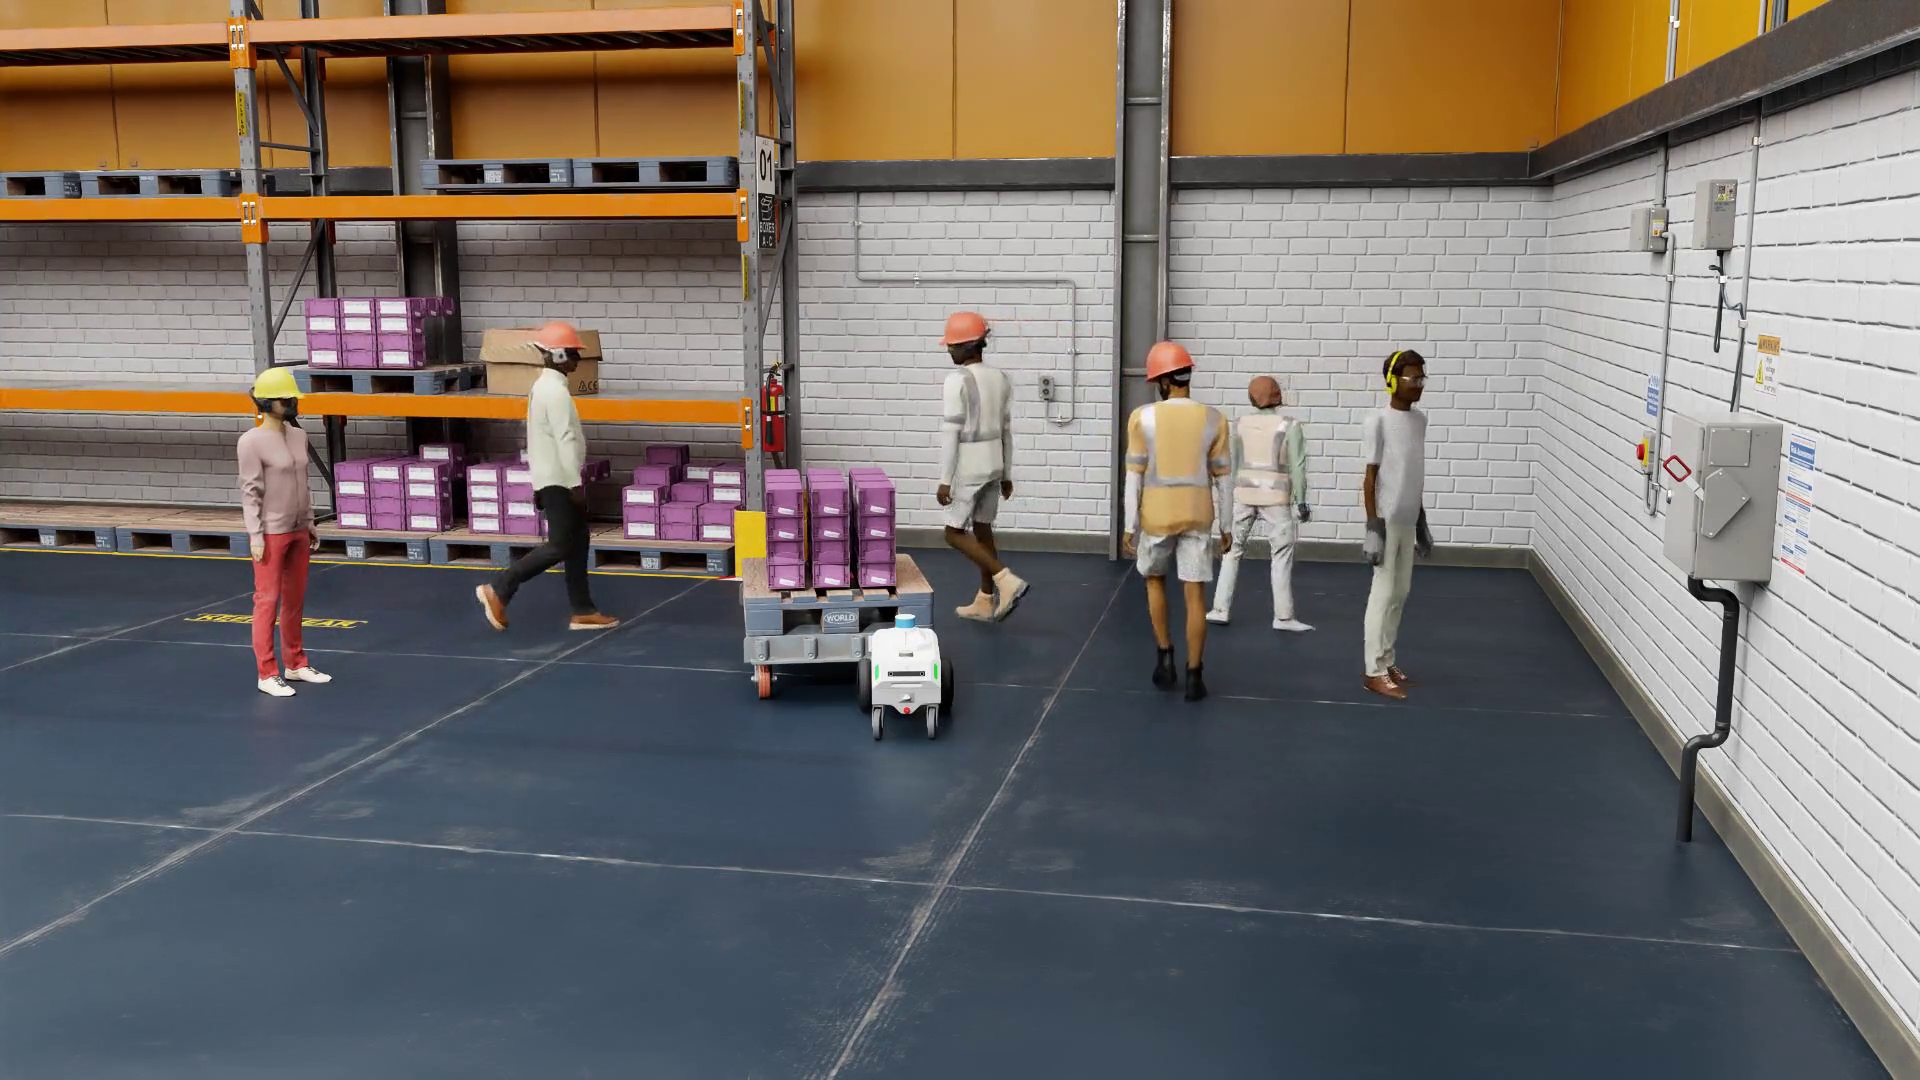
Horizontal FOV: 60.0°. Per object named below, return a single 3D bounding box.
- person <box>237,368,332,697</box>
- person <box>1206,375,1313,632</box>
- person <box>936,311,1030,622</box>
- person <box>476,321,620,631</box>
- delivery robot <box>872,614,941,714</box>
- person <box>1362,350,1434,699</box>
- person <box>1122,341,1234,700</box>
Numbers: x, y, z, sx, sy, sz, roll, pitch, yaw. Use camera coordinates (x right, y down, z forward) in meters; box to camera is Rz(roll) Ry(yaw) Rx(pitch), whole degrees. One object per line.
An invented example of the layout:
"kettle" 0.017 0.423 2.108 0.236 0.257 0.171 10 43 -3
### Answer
"person" -3.662 -0.046 9.016 0.315 1.767 0.533 2 10 14
"person" 1.904 -0.230 10.556 0.758 1.618 0.362 6 11 32
"person" 0.156 -0.432 10.544 0.605 2.030 0.651 7 12 36
"person" -2.590 -0.374 10.371 0.806 1.975 0.610 -3 10 -17
"delivery robot" -0.274 0.618 8.368 0.477 0.478 0.707 0 9 -3
"person" 2.365 -0.094 9.009 0.517 1.877 0.341 -8 13 -41
"person" 1.175 -0.115 8.986 0.602 1.908 0.617 0 9 2
